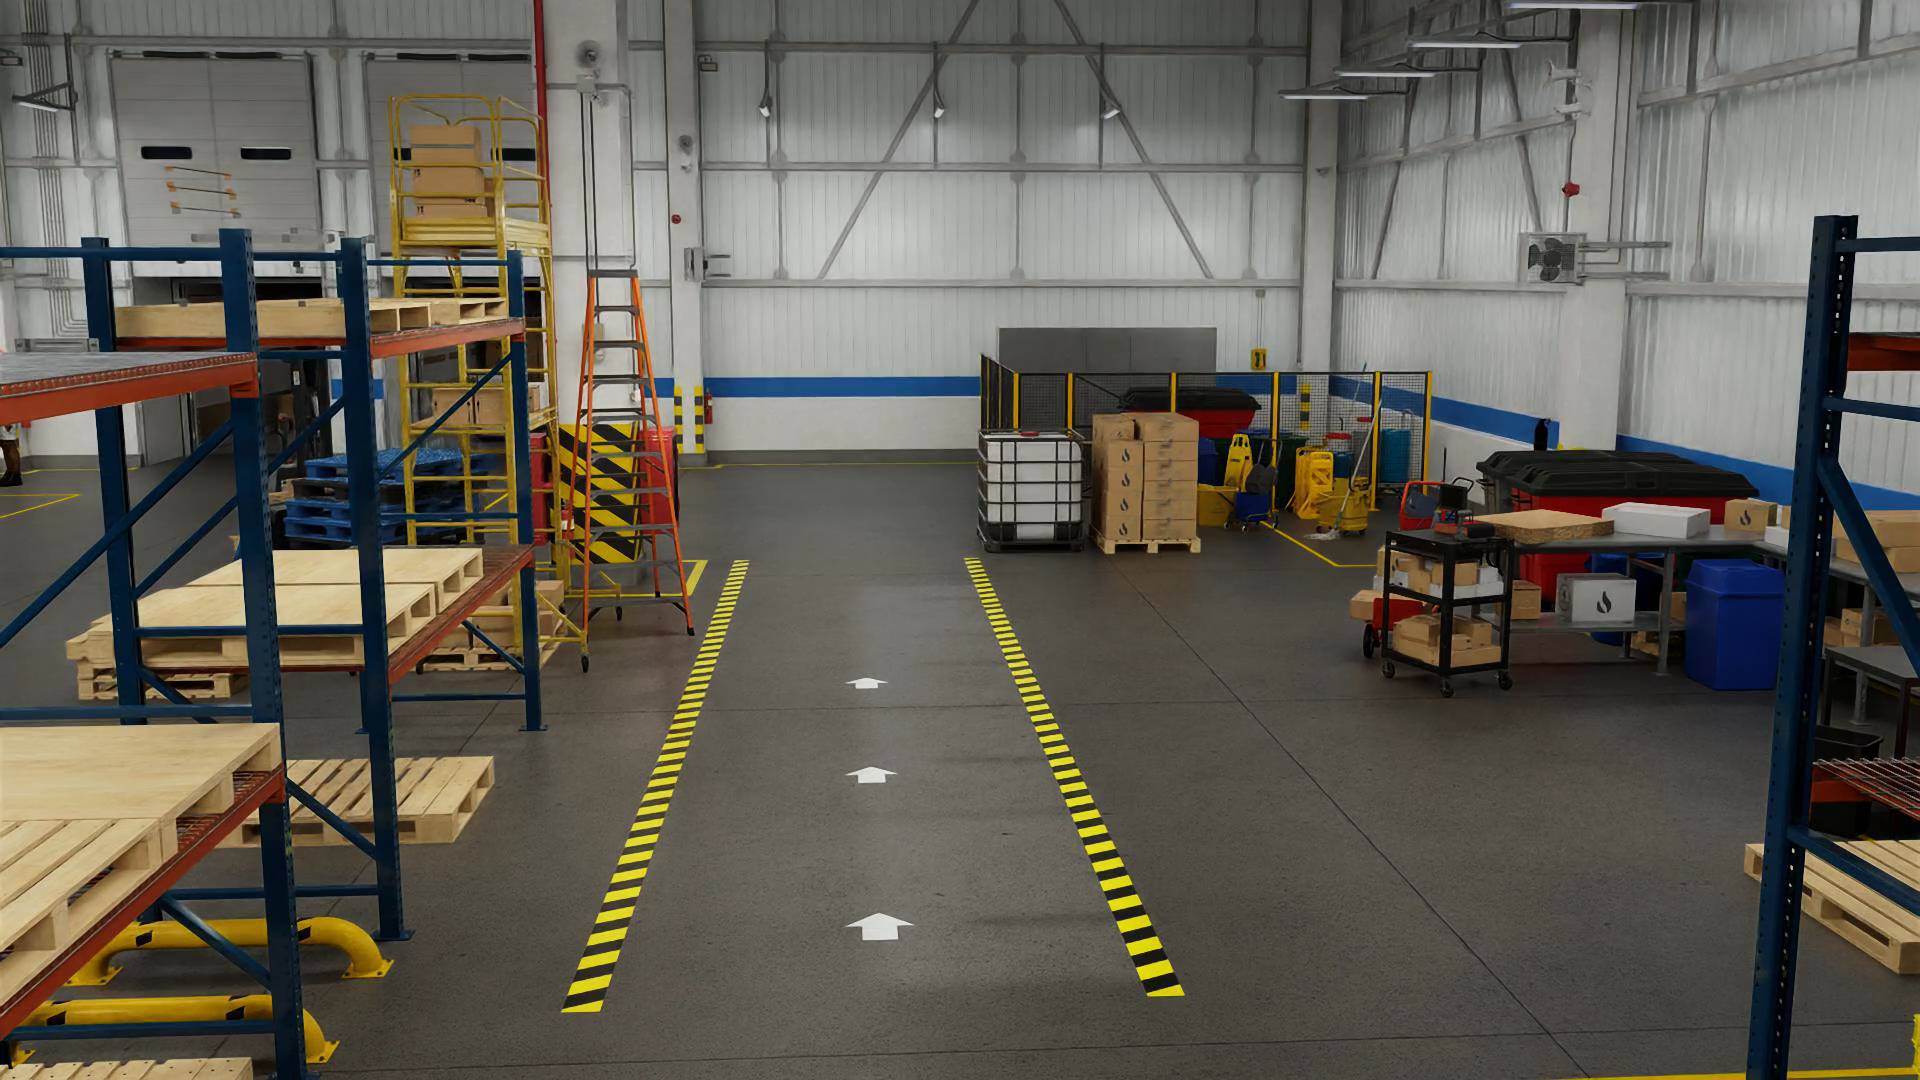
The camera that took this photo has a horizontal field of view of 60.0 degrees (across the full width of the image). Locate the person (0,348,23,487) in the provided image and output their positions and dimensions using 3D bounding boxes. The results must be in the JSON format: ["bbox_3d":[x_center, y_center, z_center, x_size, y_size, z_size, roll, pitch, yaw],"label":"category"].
[{"bbox_3d":[-13.096,-1.688,22.715,0.544,1.930,0.389,8,12,41],"label":"person"}]

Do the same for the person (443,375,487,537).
[{"bbox_3d":[-4.860,-0.641,16.150,0.604,1.923,0.636,-8,12,-41],"label":"person"}]

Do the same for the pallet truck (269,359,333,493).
[{"bbox_3d":[-7.062,-1.131,18.996,1.885,1.965,0.823,2,9,13],"label":"pallet truck"}]
